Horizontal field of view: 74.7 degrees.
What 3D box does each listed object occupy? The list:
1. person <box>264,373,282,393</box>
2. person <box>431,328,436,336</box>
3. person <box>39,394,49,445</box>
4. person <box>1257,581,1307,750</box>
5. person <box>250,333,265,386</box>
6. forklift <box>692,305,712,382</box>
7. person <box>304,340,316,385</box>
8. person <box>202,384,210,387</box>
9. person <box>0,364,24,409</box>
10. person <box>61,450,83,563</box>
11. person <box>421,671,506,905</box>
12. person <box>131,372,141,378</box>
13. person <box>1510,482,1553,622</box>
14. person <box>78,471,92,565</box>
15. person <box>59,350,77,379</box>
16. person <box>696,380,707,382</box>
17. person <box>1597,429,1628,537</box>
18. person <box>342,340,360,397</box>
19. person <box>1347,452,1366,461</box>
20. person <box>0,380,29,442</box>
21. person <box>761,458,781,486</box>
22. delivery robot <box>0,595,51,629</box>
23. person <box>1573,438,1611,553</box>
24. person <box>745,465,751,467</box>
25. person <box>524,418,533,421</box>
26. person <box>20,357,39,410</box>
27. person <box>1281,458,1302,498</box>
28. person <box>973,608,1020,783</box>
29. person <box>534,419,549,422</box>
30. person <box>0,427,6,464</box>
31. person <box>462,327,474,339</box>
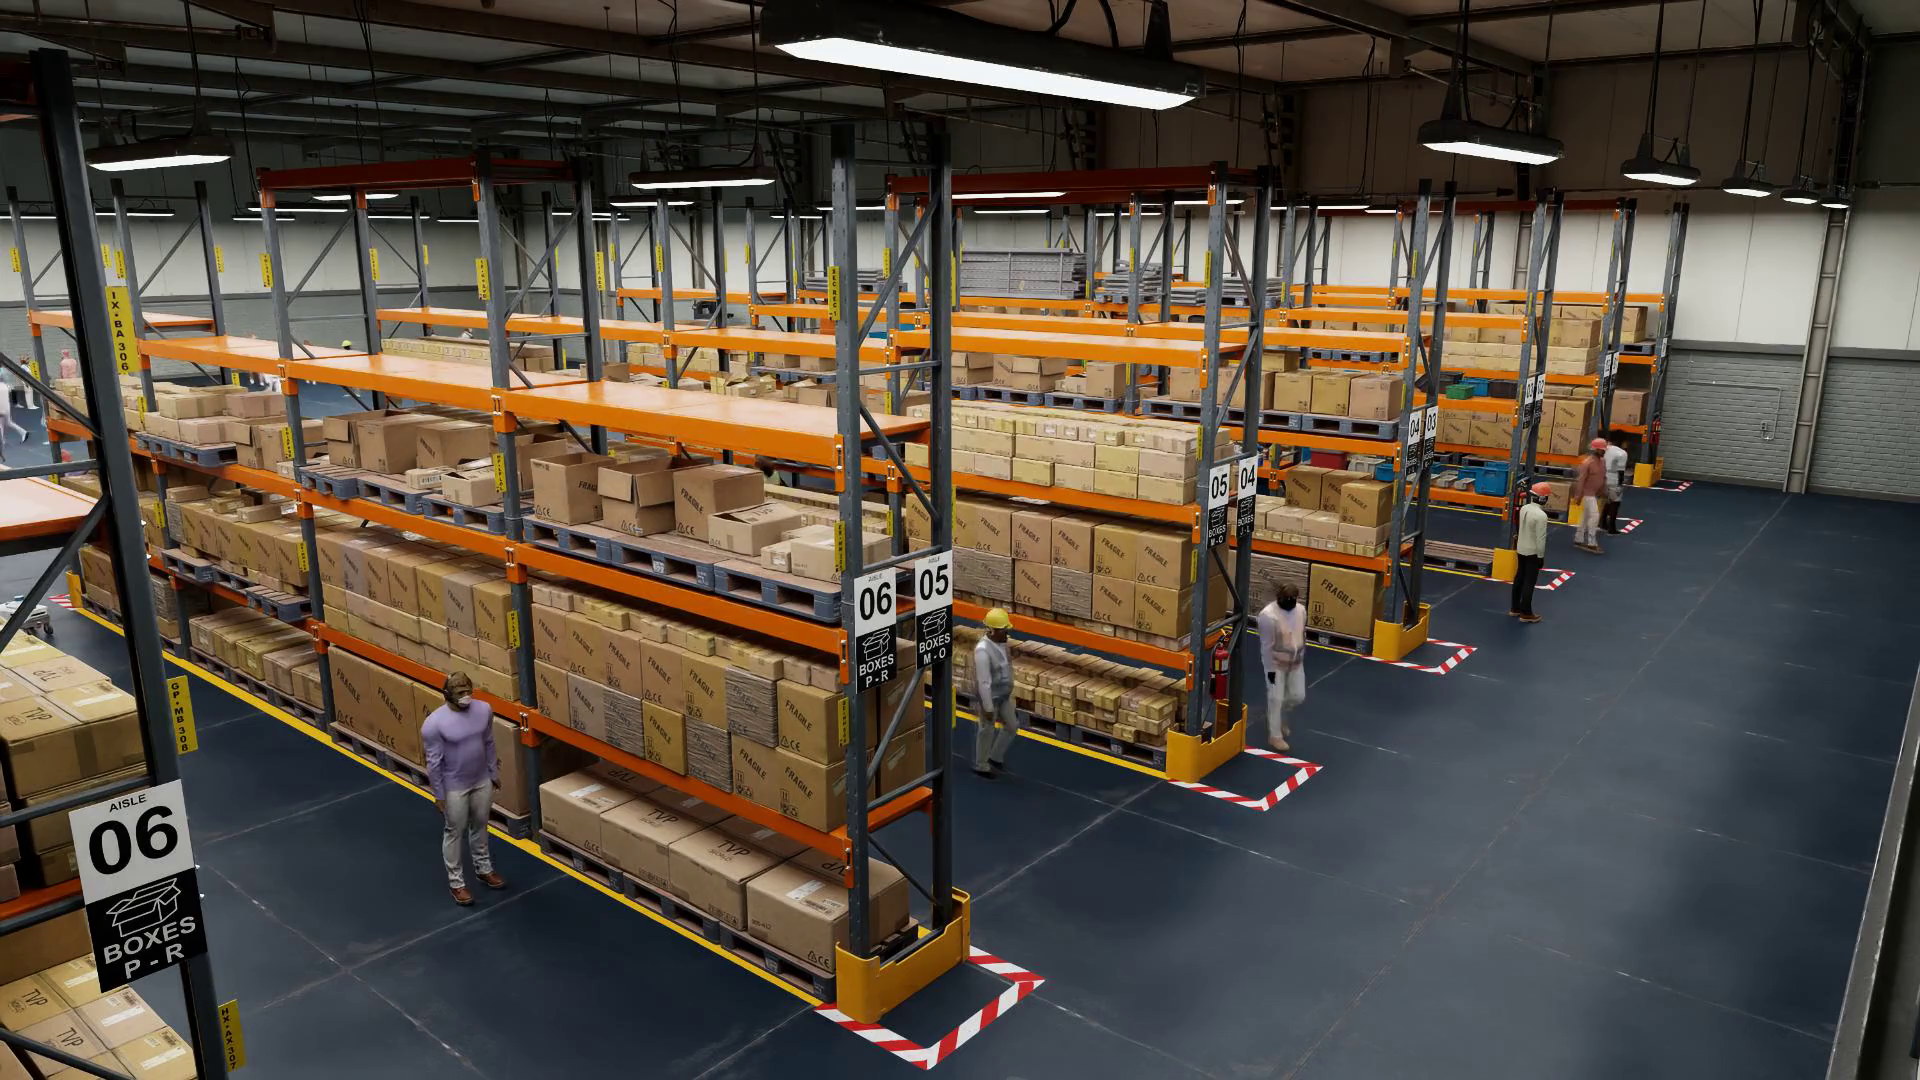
[{"bbox_3d":[-21.421,-4.979,39.301,1.013,1.828,0.594,7,15,25],"label":"person"},{"bbox_3d":[-21.559,-7.839,51.470,0.500,1.633,0.285,-1,14,-3],"label":"person"},{"bbox_3d":[-23.806,-3.407,32.774,0.385,1.856,0.564,-12,18,-40],"label":"person"},{"bbox_3d":[3.444,1.314,13.425,0.633,1.820,0.438,-6,15,-23],"label":"person"},{"bbox_3d":[-25.510,-6.539,45.576,0.620,1.892,0.660,12,18,42],"label":"person"},{"bbox_3d":[-9.511,-7.392,47.124,1.873,2.768,1.129,11,17,38],"label":"forklift"},{"bbox_3d":[-23.785,-6.496,46.041,0.512,1.585,0.861,-9,16,-34],"label":"person"},{"bbox_3d":[-19.071,-3.086,31.876,0.555,1.692,0.323,-11,17,-38],"label":"person"},{"bbox_3d":[-29.999,-4.913,39.404,0.799,1.648,0.527,-1,14,-6],"label":"person"},{"bbox_3d":[-14.913,-0.615,21.217,0.562,1.905,0.776,1,14,3],"label":"person"},{"bbox_3d":[-4.053,2.010,10.352,0.381,1.937,0.634,9,16,32],"label":"person"},{"bbox_3d":[-28.029,-5.764,42.877,0.875,1.644,0.553,-3,14,-11],"label":"person"},{"bbox_3d":[8.111,0.159,17.841,0.406,1.987,0.615,-1,14,-4],"label":"person"},{"bbox_3d":[-14.343,-0.344,20.707,0.747,1.609,0.509,-4,14,-16],"label":"person"},{"bbox_3d":[-27.548,-4.928,38.928,0.407,1.906,0.655,-1,14,-5],"label":"person"},{"bbox_3d":[-6.929,-3.670,33.799,0.411,1.887,0.669,4,14,17],"label":"person"},{"bbox_3d":[11.961,-1.065,22.998,0.525,1.926,0.635,-4,14,-15],"label":"person"},{"bbox_3d":[-20.509,-5.723,42.188,0.681,1.903,0.622,0,14,1],"label":"person"},{"bbox_3d":[8.105,-1.632,25.616,0.916,1.779,0.621,11,17,37],"label":"person"},{"bbox_3d":[-24.874,-3.412,32.739,0.738,1.893,0.669,-6,15,-24],"label":"person"},{"bbox_3d":[-3.199,-0.505,21.010,0.884,1.779,0.639,11,18,39],"label":"person"},{"bbox_3d":[-12.842,1.003,17.240,0.707,0.478,0.477,6,15,22],"label":"delivery robot"},{"bbox_3d":[10.998,-0.766,21.672,0.622,1.972,0.775,-11,18,-38],"label":"person"},{"bbox_3d":[-4.985,-2.734,29.649,0.618,2.026,0.488,10,17,36],"label":"person"},{"bbox_3d":[-11.253,-3.352,32.586,0.506,1.841,0.344,0,14,-2],"label":"person"},{"bbox_3d":[-29.159,-4.908,39.403,0.306,1.639,0.523,-6,15,-22],"label":"person"},{"bbox_3d":[6.913,-1.611,25.325,0.753,1.891,0.702,3,14,14],"label":"person"},{"bbox_3d":[0.354,1.541,12.507,0.476,1.811,0.620,7,15,25],"label":"person"},{"bbox_3d":[-10.296,-2.985,30.907,0.657,1.919,0.565,7,15,25],"label":"person"},{"bbox_3d":[-19.880,-1.731,25.713,0.632,1.936,0.359,-11,17,-38],"label":"person"},{"bbox_3d":[-18.901,-7.392,48.873,0.949,2.000,0.687,-1,14,-5],"label":"person"}]
